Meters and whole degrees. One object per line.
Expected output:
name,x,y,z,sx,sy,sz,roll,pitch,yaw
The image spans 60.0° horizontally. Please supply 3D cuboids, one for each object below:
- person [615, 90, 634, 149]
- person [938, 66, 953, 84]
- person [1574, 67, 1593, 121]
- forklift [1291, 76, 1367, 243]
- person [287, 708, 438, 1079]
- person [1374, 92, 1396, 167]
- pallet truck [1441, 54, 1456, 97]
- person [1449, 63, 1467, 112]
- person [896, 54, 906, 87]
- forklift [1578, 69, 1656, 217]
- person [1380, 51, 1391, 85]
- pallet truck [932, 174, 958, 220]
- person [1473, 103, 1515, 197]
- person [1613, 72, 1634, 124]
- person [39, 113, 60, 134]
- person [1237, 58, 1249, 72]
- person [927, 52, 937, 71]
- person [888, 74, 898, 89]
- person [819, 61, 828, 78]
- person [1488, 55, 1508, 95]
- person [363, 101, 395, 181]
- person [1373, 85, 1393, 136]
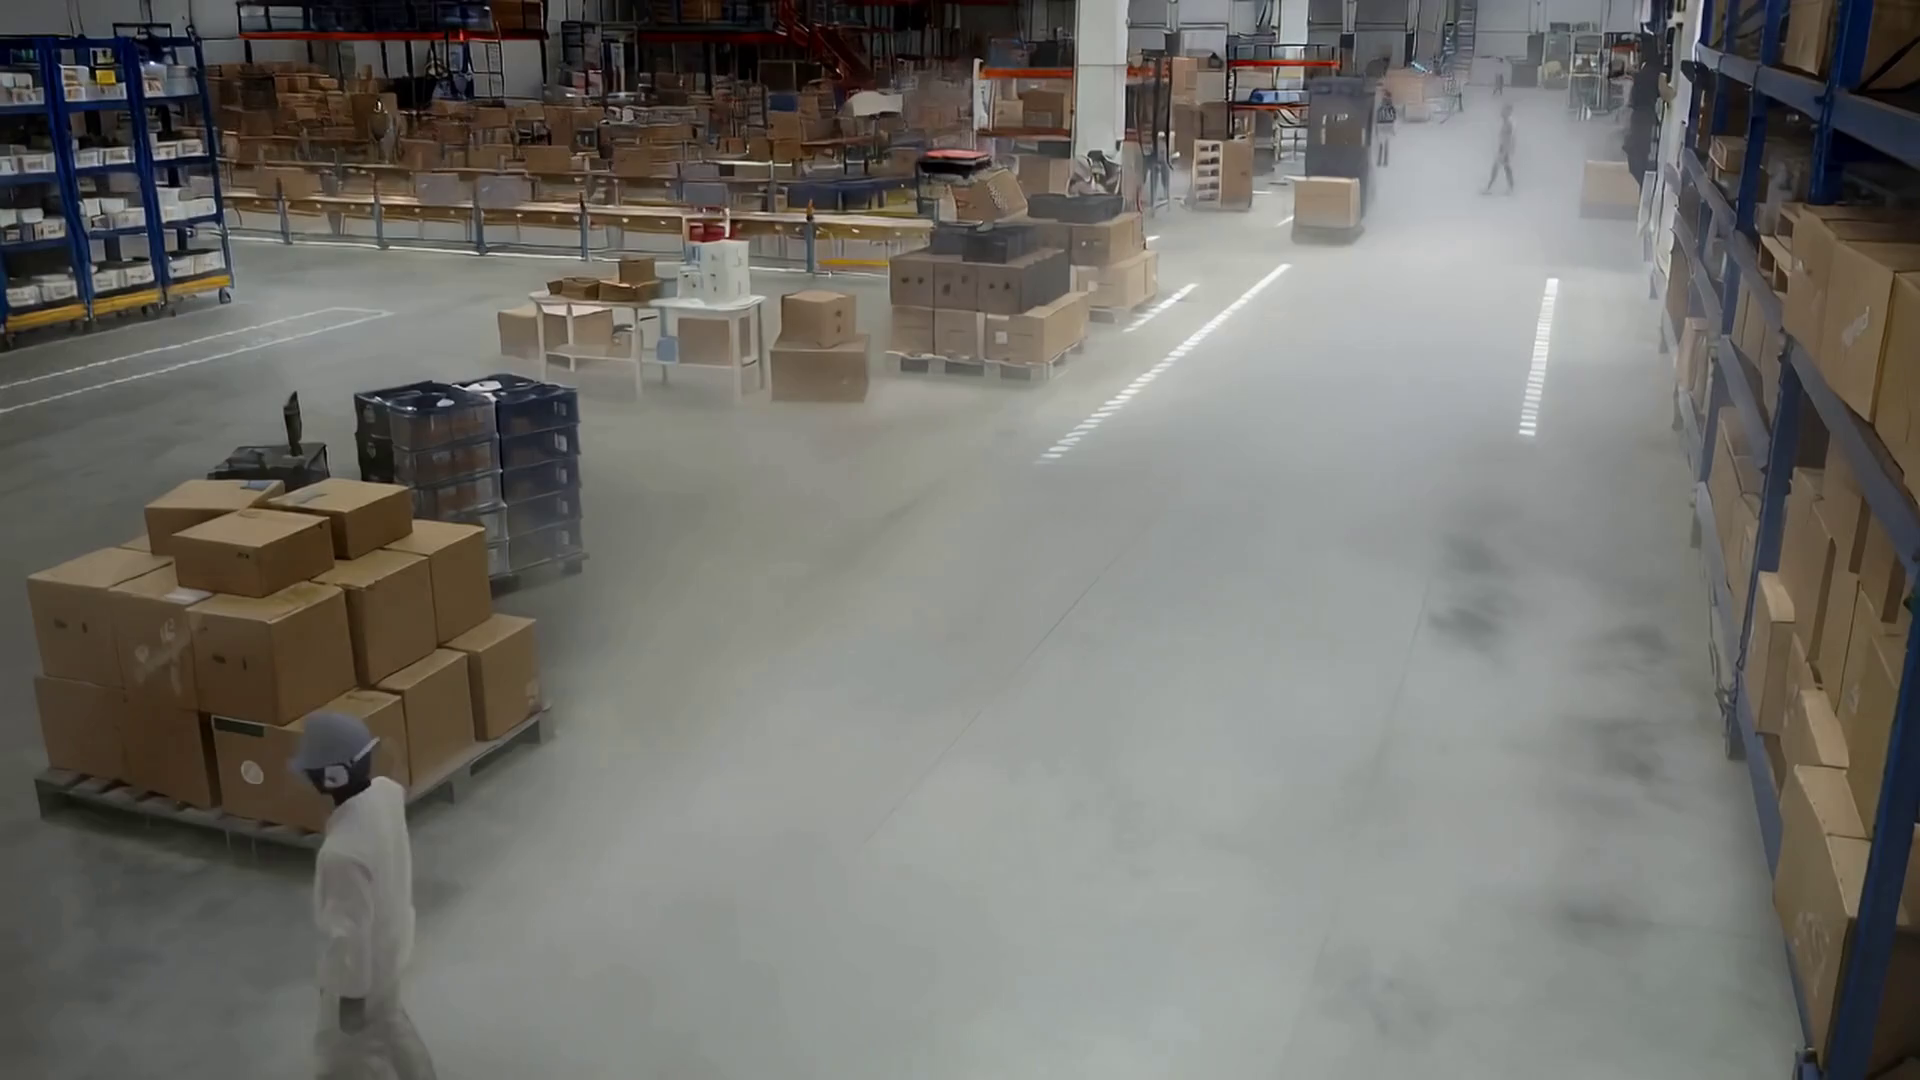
person,-8.822,-10.888,43.903,0.551,1.932,0.378,8,19,23
person,-0.499,-16.491,61.452,0.615,1.968,0.765,7,19,21
person,22.942,-16.410,61.225,0.598,1.958,0.383,11,21,30
forklift,6.598,-6.755,29.381,1.129,2.768,1.873,6,19,19
person,-2.011,1.381,5.669,0.438,1.739,0.573,-1,18,-2
person,11.072,-10.707,43.363,0.549,1.917,0.808,5,18,14
pallet truck,22.765,-21.886,78.355,0.823,1.965,1.885,-4,18,-14
person,20.026,-18.136,66.706,0.557,1.914,0.670,-16,24,-41
person,-2.926,-23.190,82.701,0.507,1.846,0.345,-4,18,-12
forklift,13.219,-7.740,32.475,1.873,2.768,1.129,6,19,18
person,23.023,-25.427,89.751,0.652,1.831,0.434,-11,21,-31
pallet truck,-0.507,-5.292,27.348,0.653,1.274,1.630,6,19,19
person,11.764,-8.513,36.321,0.964,2.001,0.643,8,19,23
person,23.846,-15.793,59.474,0.875,1.844,0.524,-8,19,-22
person,-23.627,-10.753,43.385,0.607,2.008,1.003,3,18,11
person,12.615,-20.792,74.849,0.685,2.000,0.535,13,22,35
person,-1.473,-24.286,86.083,0.572,1.883,0.358,-7,19,-22
person,-2.330,-15.340,58.104,0.501,1.801,0.610,2,18,6
person,-5.829,-19.729,71.850,0.993,1.823,0.602,-13,22,-36
person,26.074,-22.484,80.442,1.004,1.880,0.607,0,18,-1
person,-13.882,-9.519,39.739,0.673,1.862,0.791,-3,18,-8
person,13.770,-13.909,53.917,0.732,1.612,0.518,7,19,22
